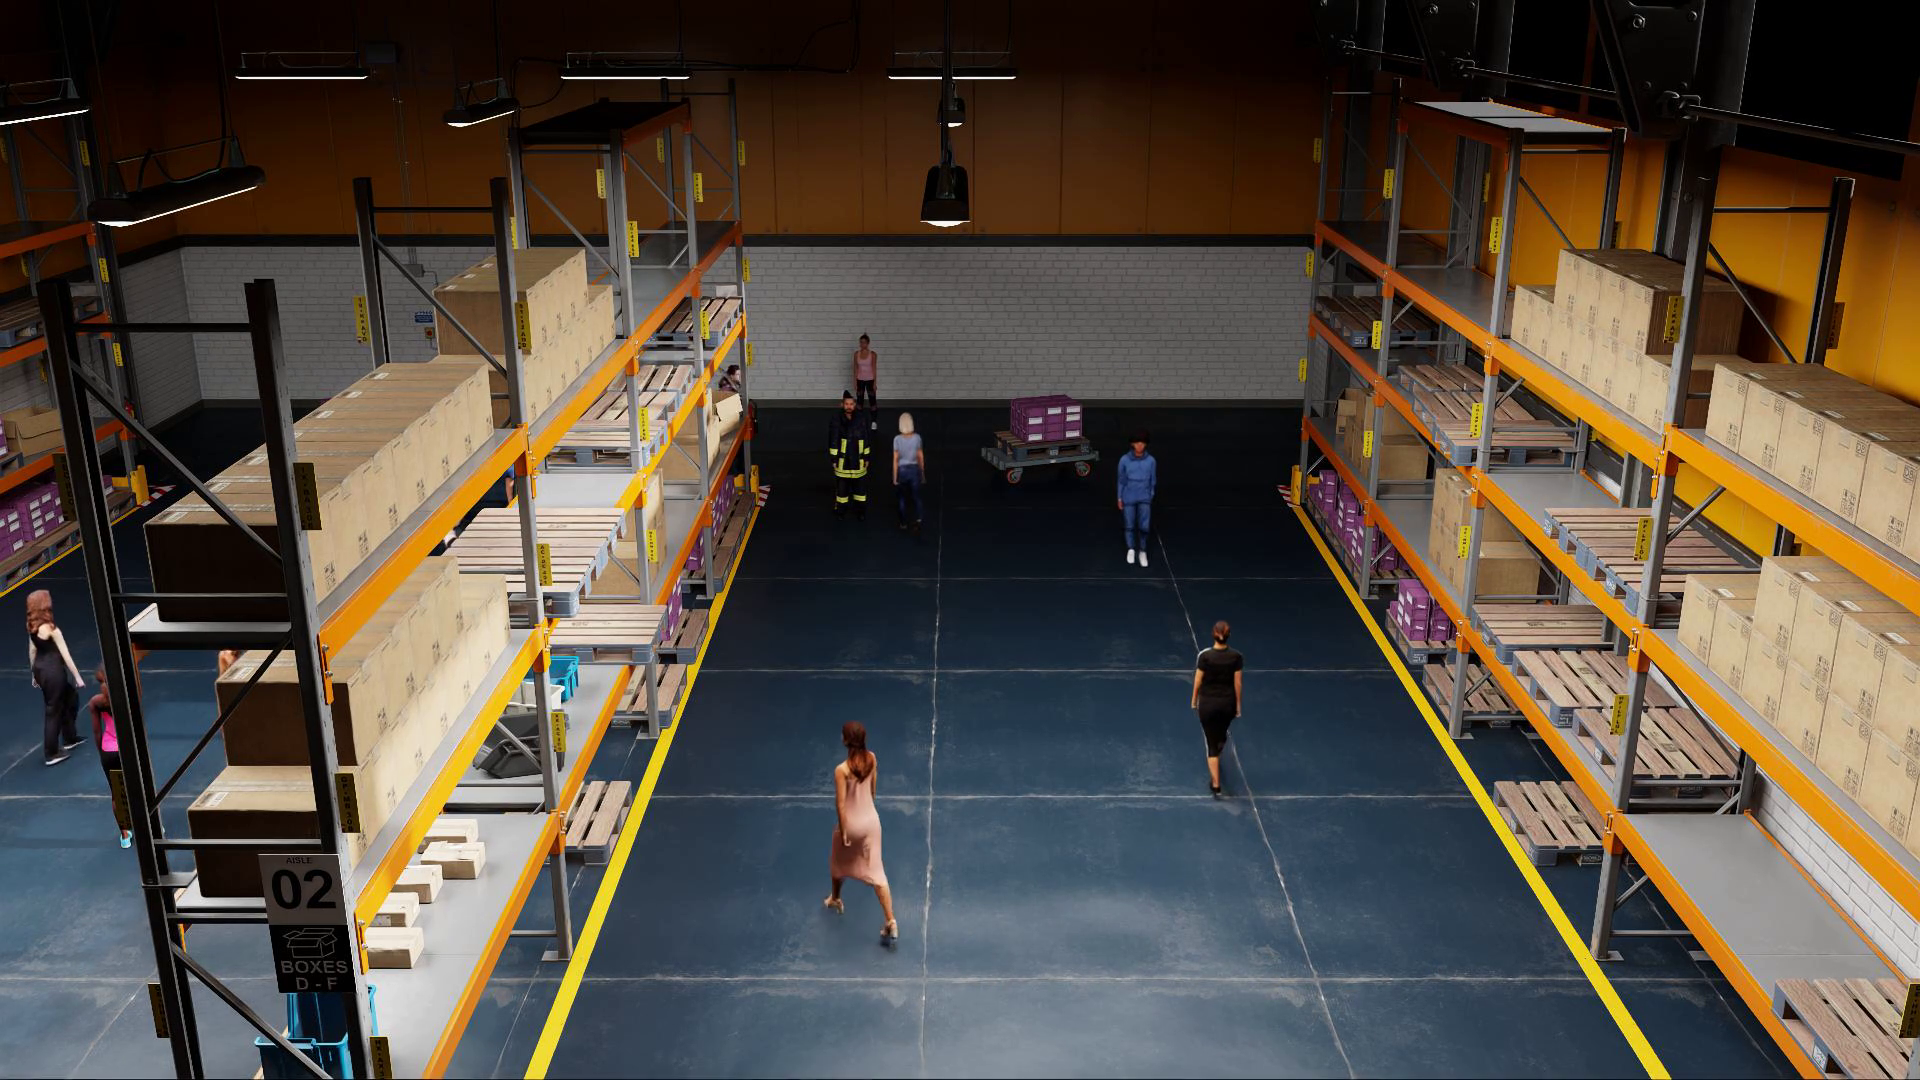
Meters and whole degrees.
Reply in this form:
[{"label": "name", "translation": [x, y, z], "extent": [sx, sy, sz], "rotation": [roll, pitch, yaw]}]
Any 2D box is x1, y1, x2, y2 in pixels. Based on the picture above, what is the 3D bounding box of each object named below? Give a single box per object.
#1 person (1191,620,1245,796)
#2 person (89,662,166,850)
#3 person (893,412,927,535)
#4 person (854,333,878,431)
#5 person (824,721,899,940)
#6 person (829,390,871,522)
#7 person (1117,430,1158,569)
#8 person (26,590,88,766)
[{"label": "person", "translation": [2.403, 1.582, 15.477], "extent": [0.607, 1.622, 1.046], "rotation": [-1, 19, -2]}, {"label": "person", "translation": [-7.293, 1.860, 14.489], "extent": [0.609, 1.725, 0.619], "rotation": [-4, 19, -13]}, {"label": "person", "translation": [-0.686, -0.863, 22.616], "extent": [0.789, 1.700, 1.018], "rotation": [-7, 20, -21]}, {"label": "person", "translation": [-1.587, -2.680, 28.095], "extent": [0.575, 1.646, 0.544], "rotation": [3, 19, 9]}, {"label": "person", "translation": [-0.734, 2.303, 13.071], "extent": [1.011, 1.791, 1.187], "rotation": [-13, 22, -33]}, {"label": "person", "translation": [-1.530, -1.189, 23.335], "extent": [0.787, 1.858, 0.749], "rotation": [-4, 19, -10]}, {"label": "person", "translation": [2.279, -0.580, 21.627], "extent": [0.698, 1.794, 0.713], "rotation": [2, 19, 5]}, {"label": "person", "translation": [-8.842, 1.347, 16.009], "extent": [0.780, 1.727, 0.865], "rotation": [9, 20, 24]}]
